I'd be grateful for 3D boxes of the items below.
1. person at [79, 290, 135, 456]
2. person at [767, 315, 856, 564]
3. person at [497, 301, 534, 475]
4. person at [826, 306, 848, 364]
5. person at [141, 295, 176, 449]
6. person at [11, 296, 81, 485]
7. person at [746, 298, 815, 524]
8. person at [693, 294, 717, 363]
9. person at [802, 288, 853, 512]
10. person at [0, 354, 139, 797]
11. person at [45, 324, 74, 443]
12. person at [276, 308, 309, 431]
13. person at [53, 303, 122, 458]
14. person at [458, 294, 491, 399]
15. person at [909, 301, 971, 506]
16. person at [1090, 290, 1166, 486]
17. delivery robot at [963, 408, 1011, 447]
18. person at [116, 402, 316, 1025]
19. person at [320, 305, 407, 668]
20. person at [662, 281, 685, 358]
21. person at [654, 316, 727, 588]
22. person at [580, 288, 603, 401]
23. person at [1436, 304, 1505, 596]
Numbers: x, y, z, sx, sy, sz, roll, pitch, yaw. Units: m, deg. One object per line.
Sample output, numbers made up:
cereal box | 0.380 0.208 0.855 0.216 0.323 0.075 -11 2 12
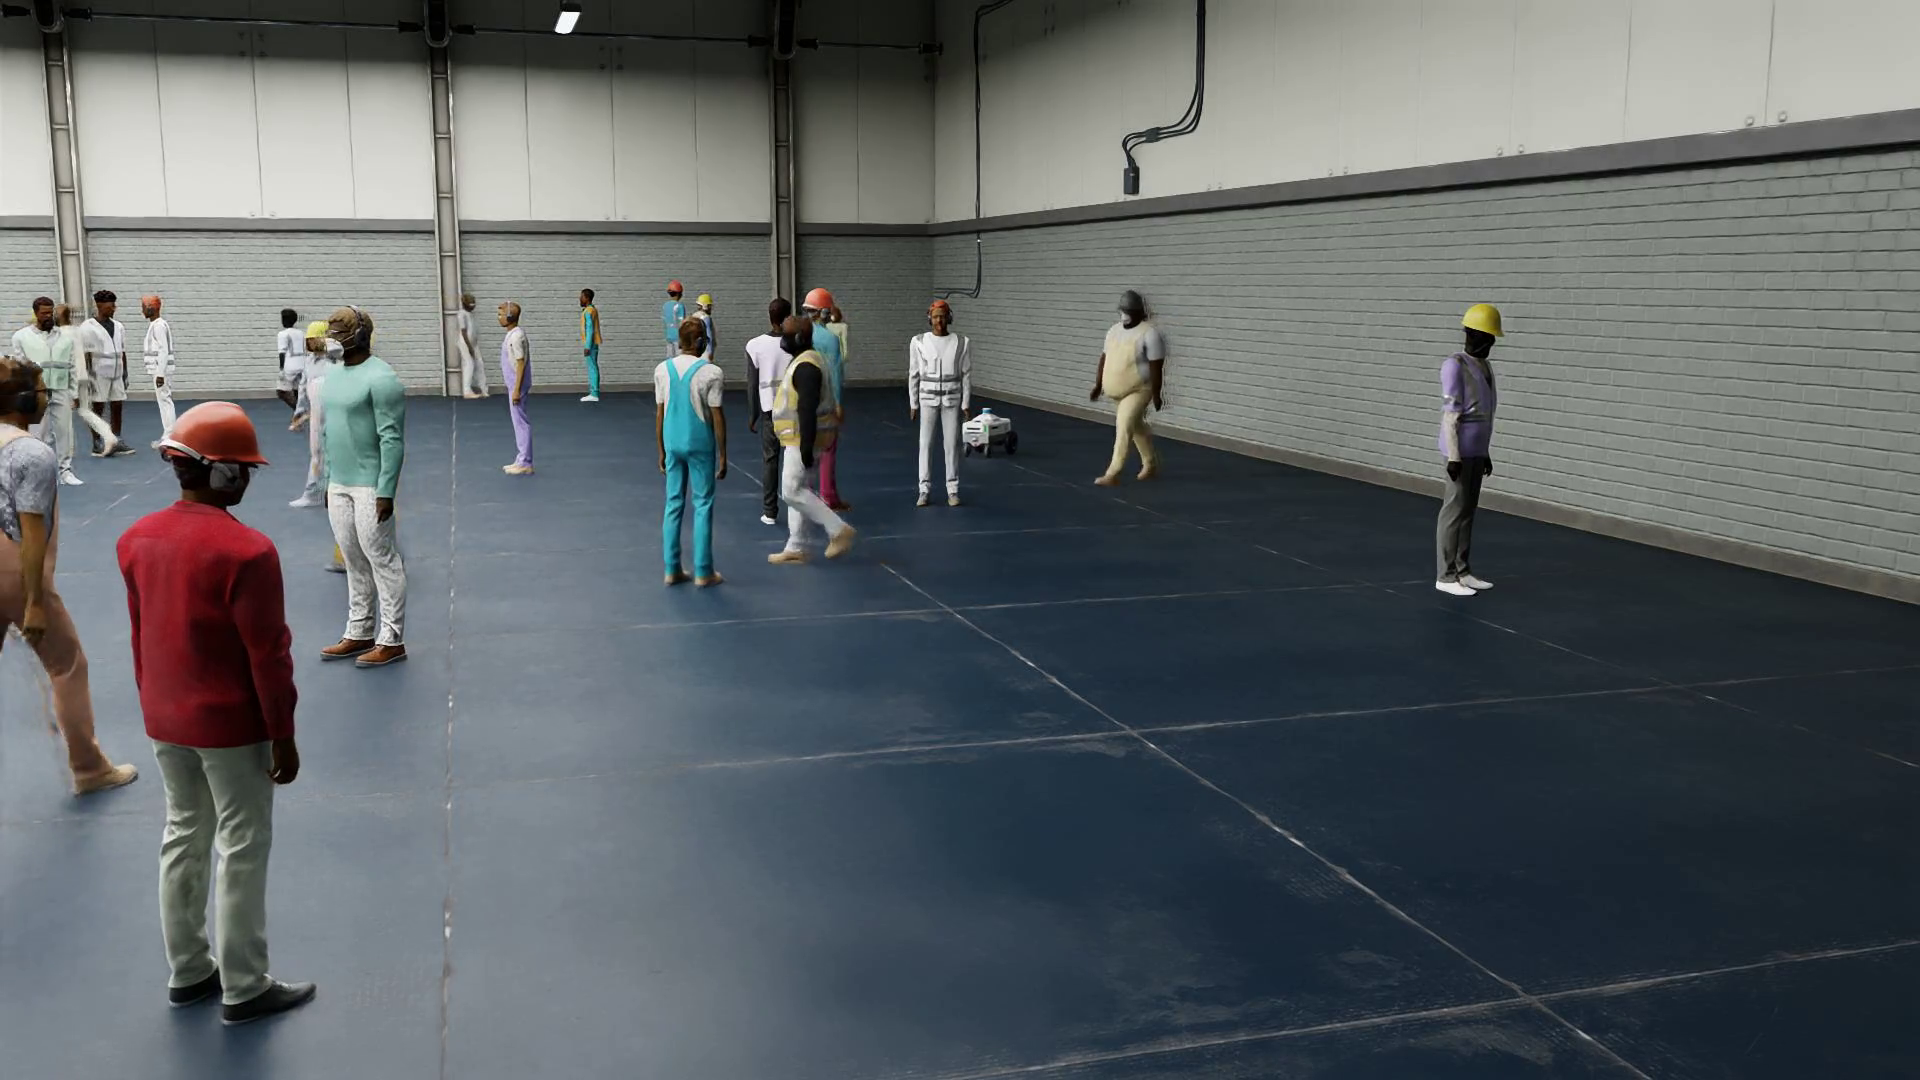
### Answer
person | -10.063 -1.965 19.620 0.378 1.958 0.606 3 10 21
person | -1.104 -0.716 12.052 0.543 1.825 0.634 -1 9 -6
person | -4.730 -1.611 17.706 0.326 1.843 0.517 -3 9 -18
person | -2.110 -3.175 28.370 0.516 1.618 0.455 5 10 28
person | -9.824 -2.056 20.420 0.337 1.882 0.584 -5 10 -27
person | -9.135 -1.474 16.643 0.388 1.911 0.585 7 11 38
person | -1.508 -1.087 14.123 0.591 1.922 0.391 -1 9 -8
person | -4.269 -3.185 27.798 0.403 1.827 0.599 -6 11 -34
person | -1.242 -1.238 14.845 0.612 1.997 0.375 8 12 43
person | -3.694 0.197 6.356 0.519 1.803 0.976 4 10 24
person | -11.553 -2.100 21.161 0.501 1.726 0.453 2 9 10
person | -9.112 -2.317 22.697 0.372 1.685 0.549 2 9 15
person | -10.194 -1.827 19.226 0.735 1.822 0.512 3 9 16
person | -8.509 -3.373 29.035 0.403 1.821 0.584 3 9 17
person | -0.183 -1.249 15.280 0.575 1.883 0.355 -1 9 -4
person | 1.769 -1.590 16.952 1.047 2.000 0.687 -7 11 -36
delivery robot | 0.317 -1.309 19.584 0.477 0.478 0.707 5 10 27
person | -2.070 0.484 4.680 0.573 1.740 0.355 4 10 26
person | -3.226 -0.286 8.959 0.631 1.940 0.372 7 11 37
person | -5.036 -3.581 29.646 0.373 2.042 0.614 -9 12 -44
person | -1.807 -0.588 11.222 0.517 1.836 0.348 3 9 17
person | -6.324 -3.336 28.474 0.393 1.922 0.591 -1 9 -6
person | 3.379 -0.598 11.014 0.379 1.918 0.585 7 11 37
